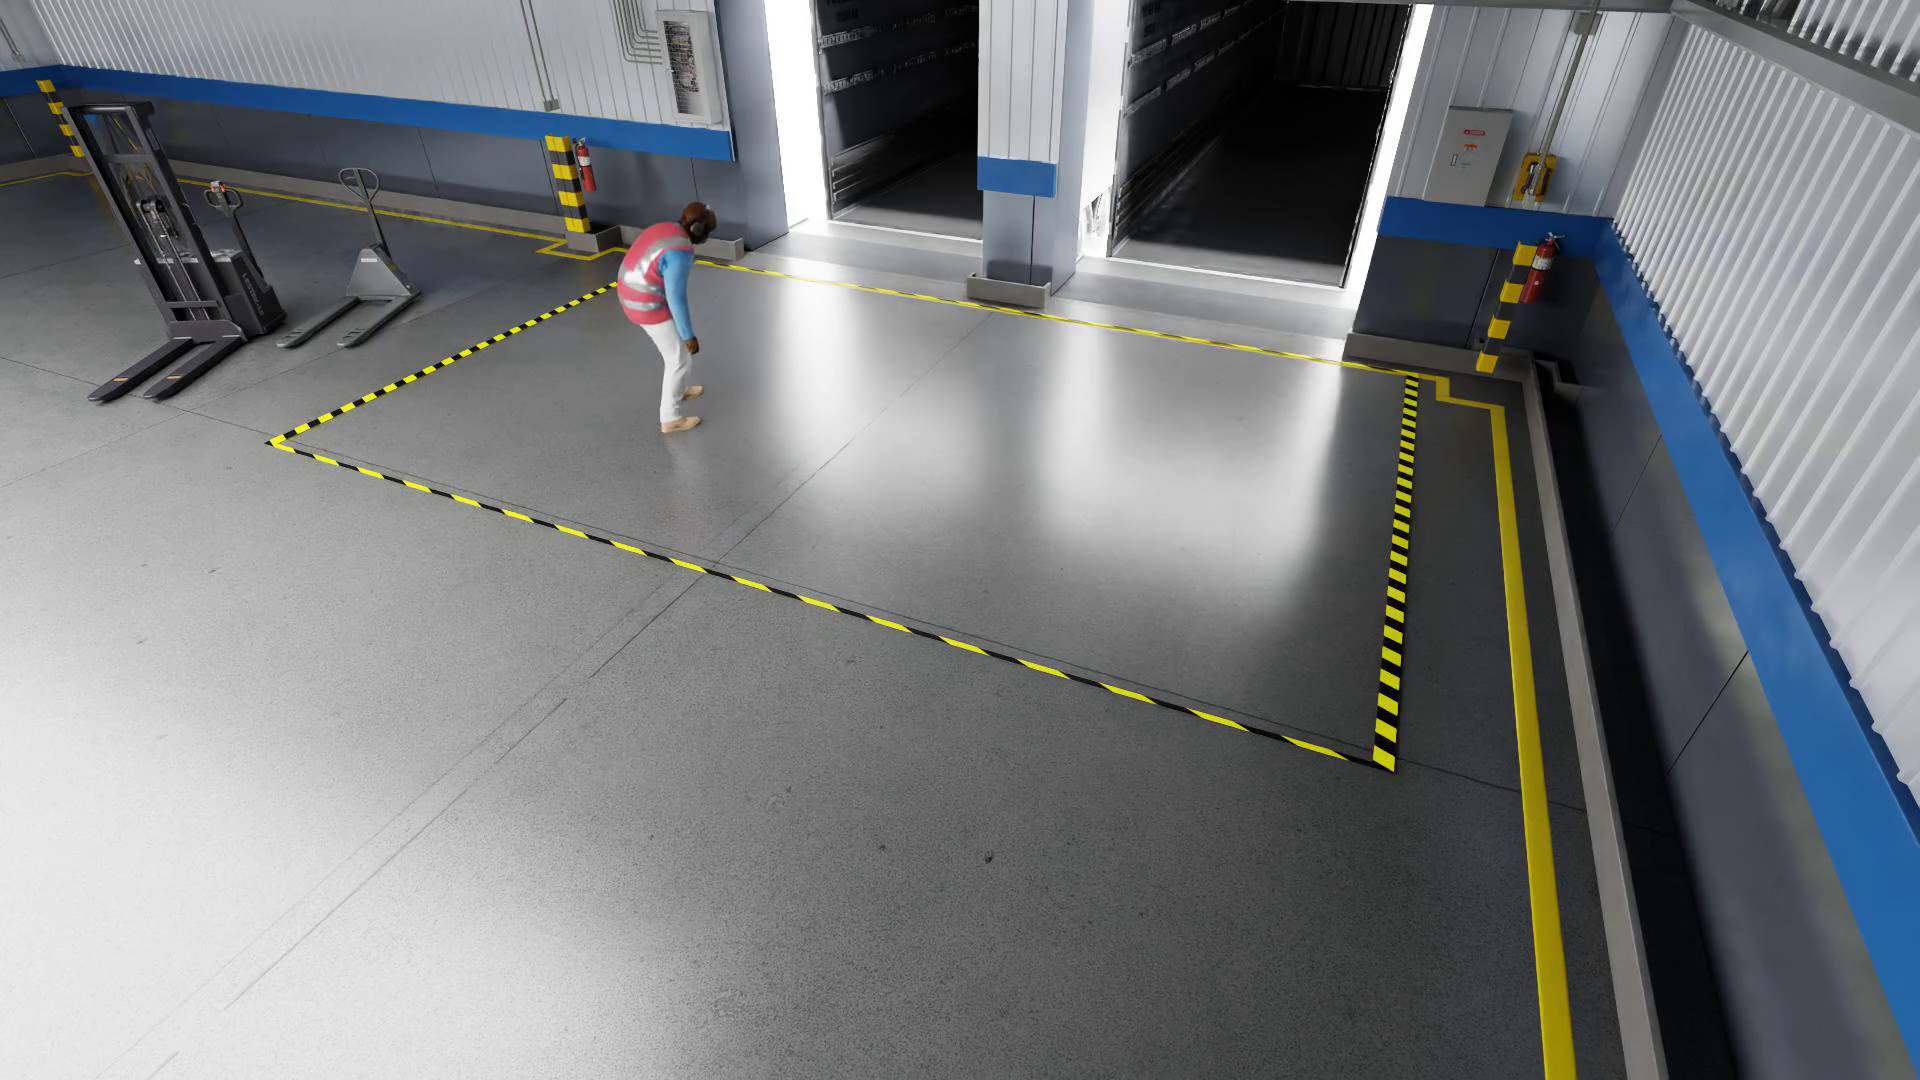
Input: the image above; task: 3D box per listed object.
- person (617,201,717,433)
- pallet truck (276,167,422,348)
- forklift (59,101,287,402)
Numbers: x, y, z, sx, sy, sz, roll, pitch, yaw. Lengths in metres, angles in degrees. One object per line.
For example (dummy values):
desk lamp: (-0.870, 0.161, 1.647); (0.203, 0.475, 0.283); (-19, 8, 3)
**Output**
person: (-2.073, -1.650, 6.761); (0.779, 1.573, 0.821); (-21, 40, -27)
pallet truck: (-5.732, -2.611, 8.414); (0.680, 1.201, 1.601); (-1, 35, -1)
forklift: (-6.686, -2.387, 7.434); (0.823, 1.965, 1.885); (-3, 35, -5)
